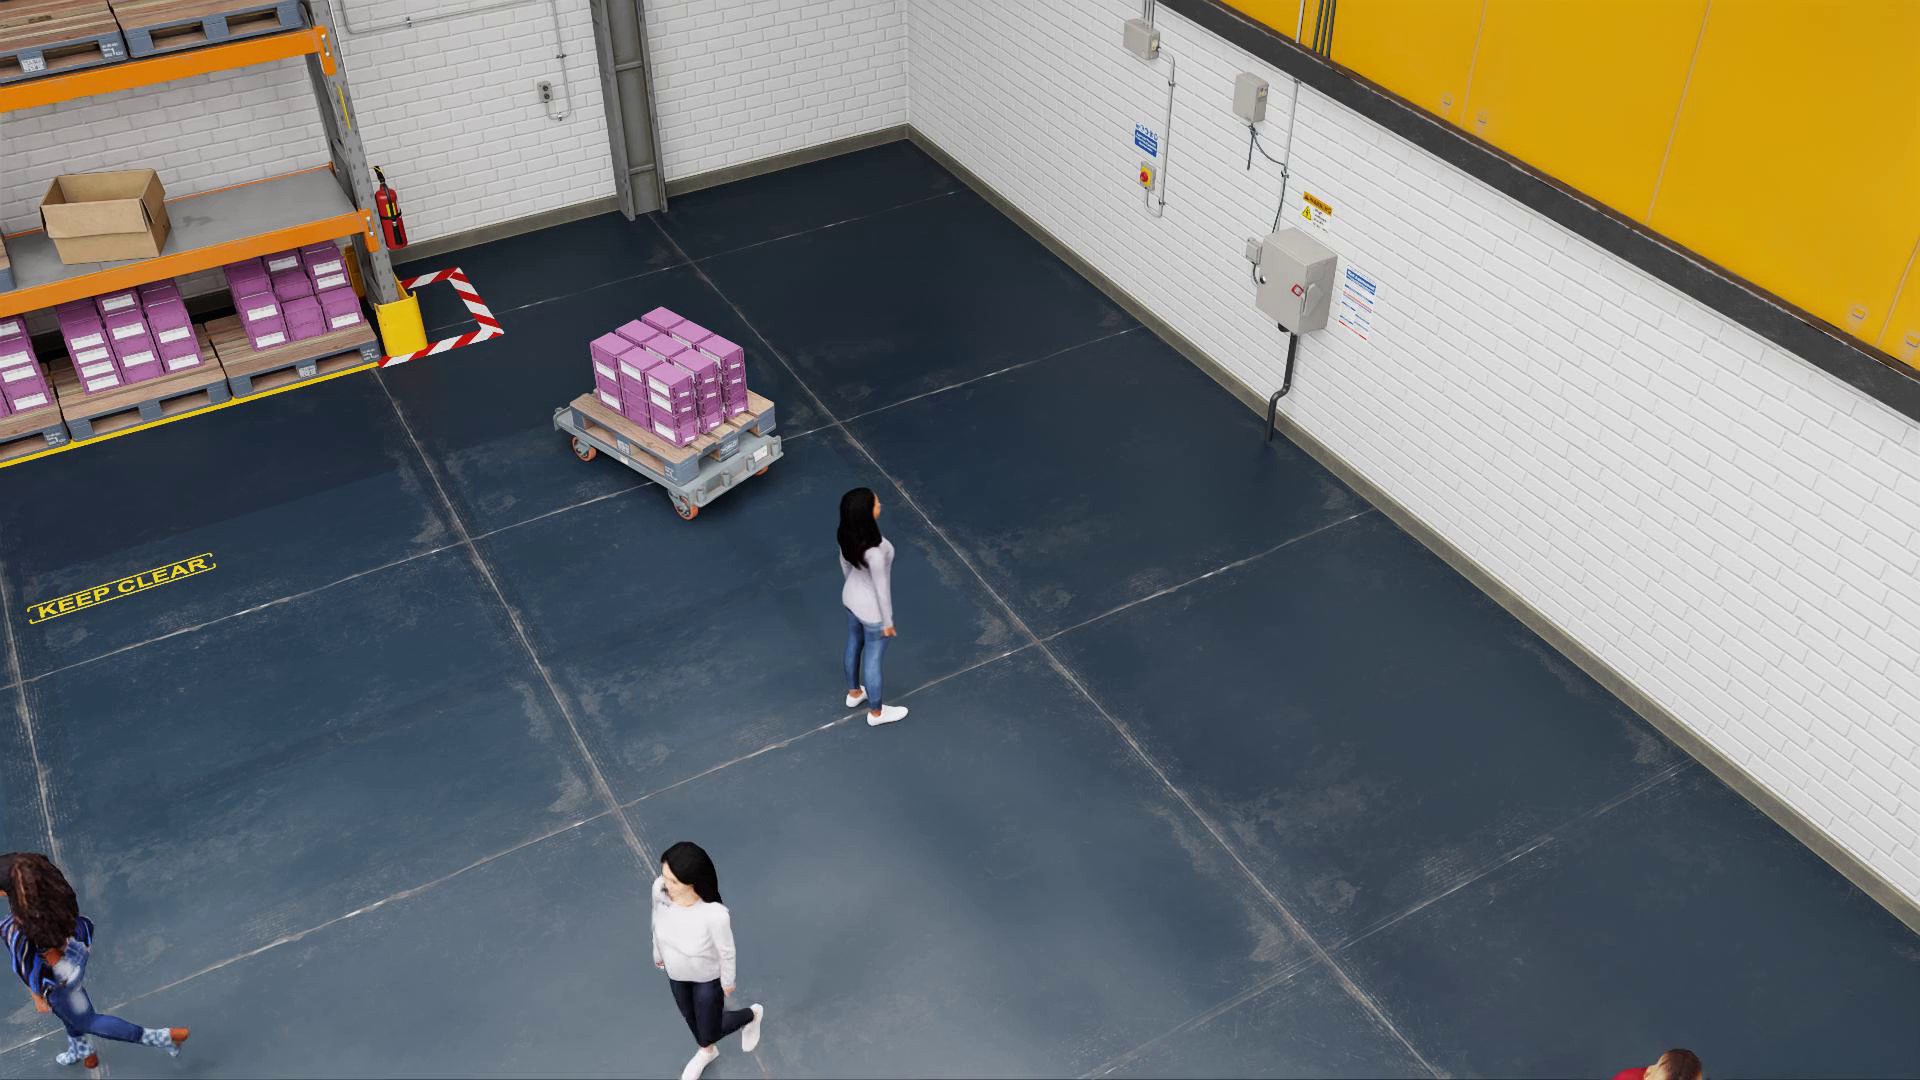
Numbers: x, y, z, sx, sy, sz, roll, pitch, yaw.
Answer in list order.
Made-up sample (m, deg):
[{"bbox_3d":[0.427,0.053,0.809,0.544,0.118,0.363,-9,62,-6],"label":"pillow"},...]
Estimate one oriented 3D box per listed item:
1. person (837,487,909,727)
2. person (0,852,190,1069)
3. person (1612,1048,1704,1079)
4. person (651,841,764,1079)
[{"bbox_3d":[-0.587,0.404,10.186,0.529,1.735,0.610,-22,44,-25],"label":"person"},{"bbox_3d":[-4.335,2.116,8.151,1.075,1.598,0.889,-1,39,-2],"label":"person"},{"bbox_3d":[3.059,2.679,7.444,0.902,1.601,0.980,12,40,14],"label":"person"},{"bbox_3d":[-1.232,2.034,8.181,0.764,1.688,0.835,24,44,27],"label":"person"}]
